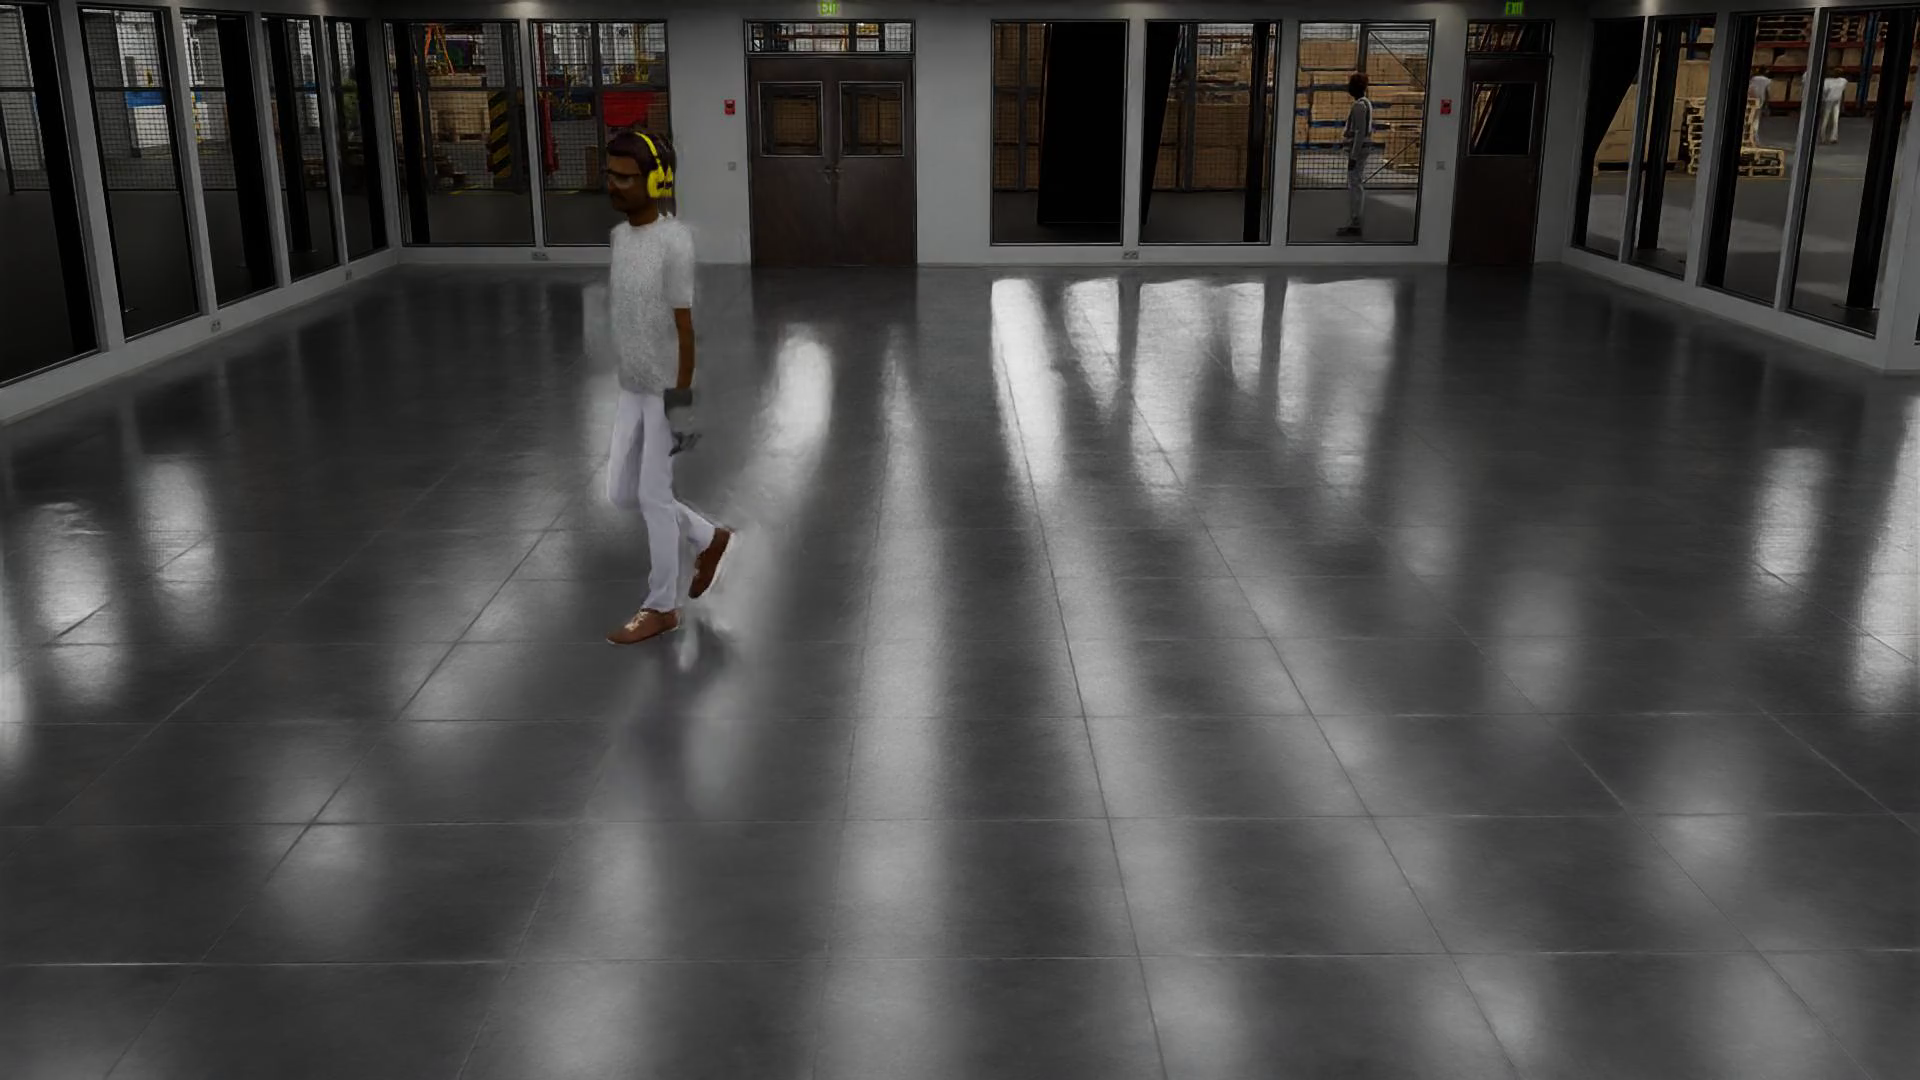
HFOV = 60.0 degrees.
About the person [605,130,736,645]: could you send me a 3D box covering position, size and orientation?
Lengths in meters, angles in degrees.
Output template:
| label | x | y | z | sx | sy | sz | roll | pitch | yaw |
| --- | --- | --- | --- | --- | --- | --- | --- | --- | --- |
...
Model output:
| label | x | y | z | sx | sy | sz | roll | pitch | yaw |
| --- | --- | --- | --- | --- | --- | --- | --- | --- | --- |
| person | -1.072 | -0.547 | 6.067 | 0.553 | 1.856 | 0.516 | -16 | 23 | -43 |
